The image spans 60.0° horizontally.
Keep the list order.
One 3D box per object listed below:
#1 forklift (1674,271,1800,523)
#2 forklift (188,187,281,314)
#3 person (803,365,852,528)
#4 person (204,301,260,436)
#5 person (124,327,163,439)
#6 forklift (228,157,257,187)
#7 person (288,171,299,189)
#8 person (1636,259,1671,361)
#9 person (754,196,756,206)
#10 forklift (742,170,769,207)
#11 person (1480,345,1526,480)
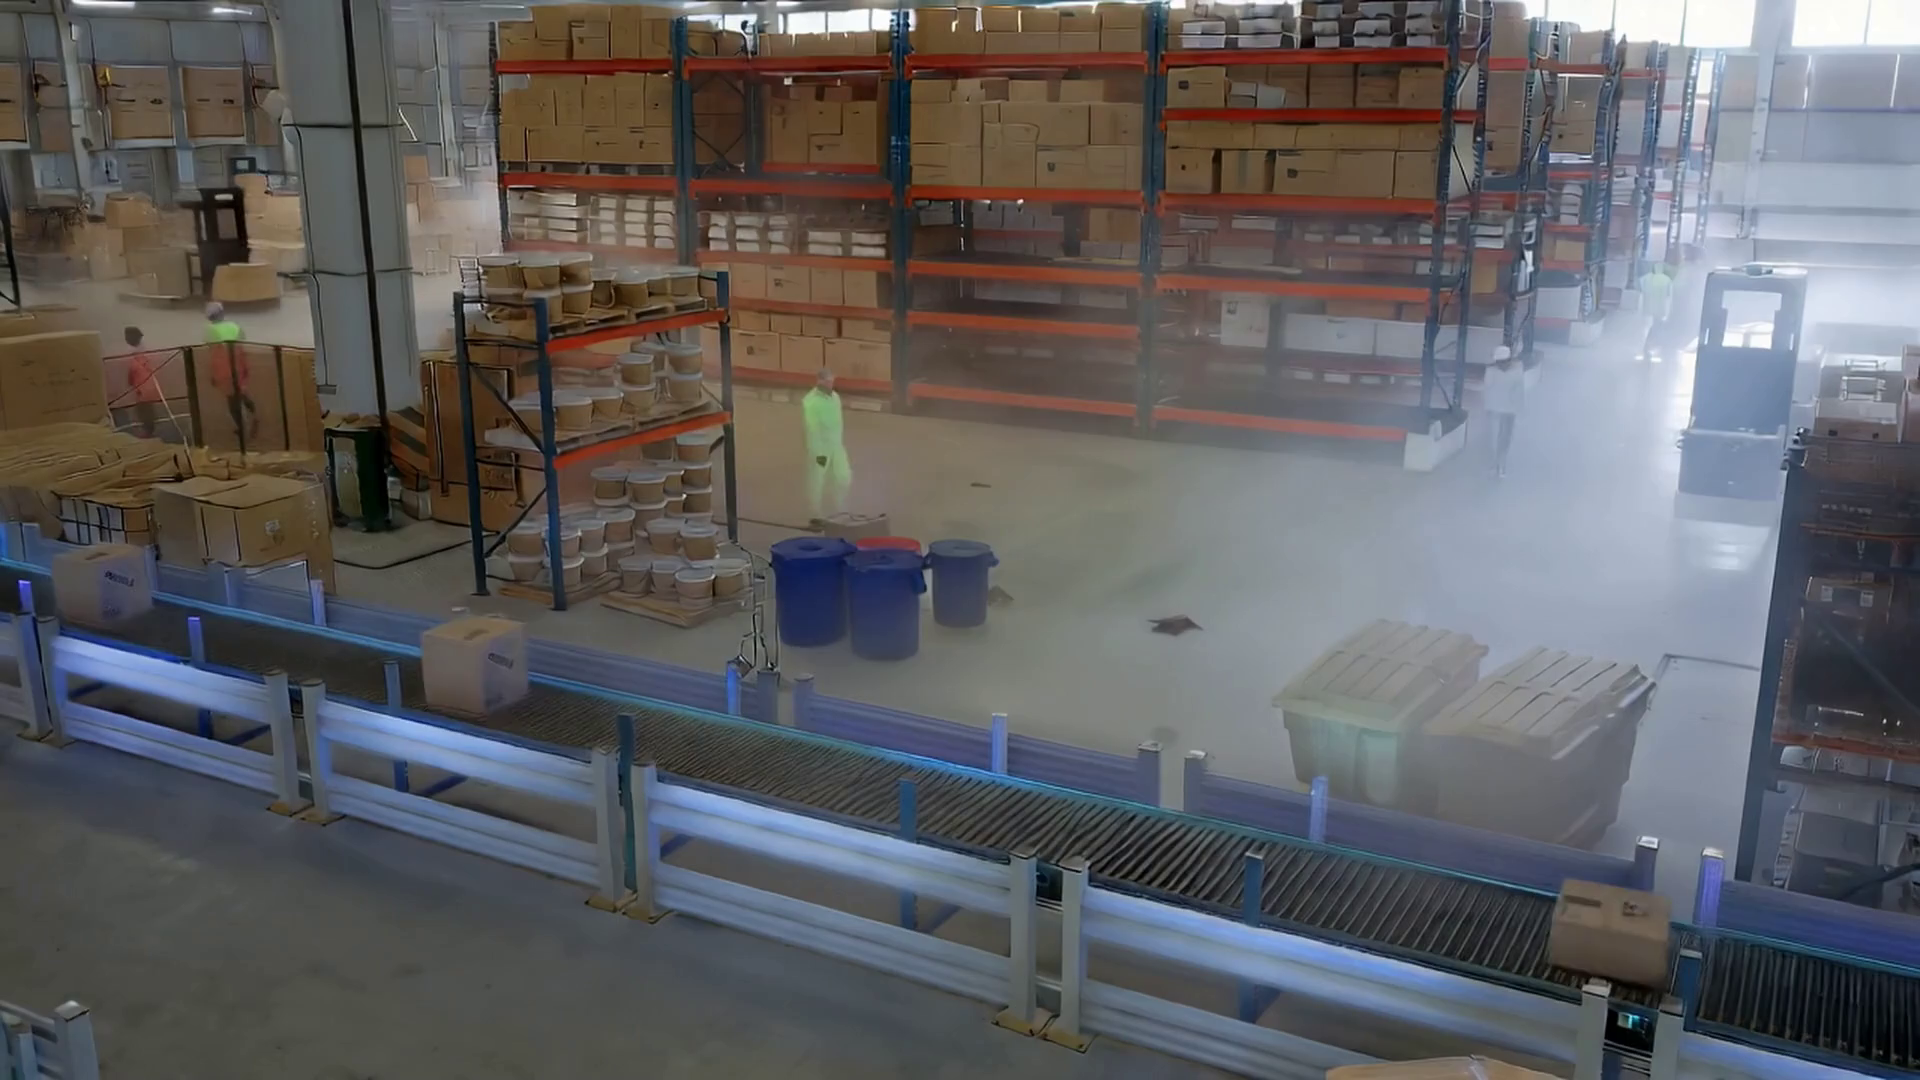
[{"bbox_3d":[9.269,-1.763,19.726,1.129,2.768,1.873,8,17,27],"label":"forklift"},{"bbox_3d":[-16.796,-6.688,38.243,1.873,2.768,1.129,8,17,28],"label":"forklift"},{"bbox_3d":[-1.471,-1.047,18.931,0.640,1.886,0.664,8,17,28],"label":"person"},{"bbox_3d":[-10.545,-2.466,24.113,0.835,1.989,0.656,13,20,40],"label":"person"},{"bbox_3d":[-11.634,-2.186,23.585,0.366,1.685,0.551,-1,15,-3],"label":"person"},{"bbox_3d":[-24.704,-11.836,57.594,1.873,2.768,1.129,8,17,28],"label":"forklift"},{"bbox_3d":[-27.154,-14.132,68.057,0.591,1.921,0.382,-13,19,-40],"label":"person"},{"bbox_3d":[13.030,-4.306,31.175,0.399,1.900,0.643,-9,17,-30],"label":"person"},{"bbox_3d":[-6.331,-9.845,51.935,0.568,1.925,0.427,4,15,14],"label":"person"},{"bbox_3d":[-6.355,-10.209,51.478,1.129,2.768,1.873,8,17,28],"label":"forklift"},{"bbox_3d":[6.995,-1.642,21.449,0.570,1.732,0.387,8,17,29],"label":"person"}]
